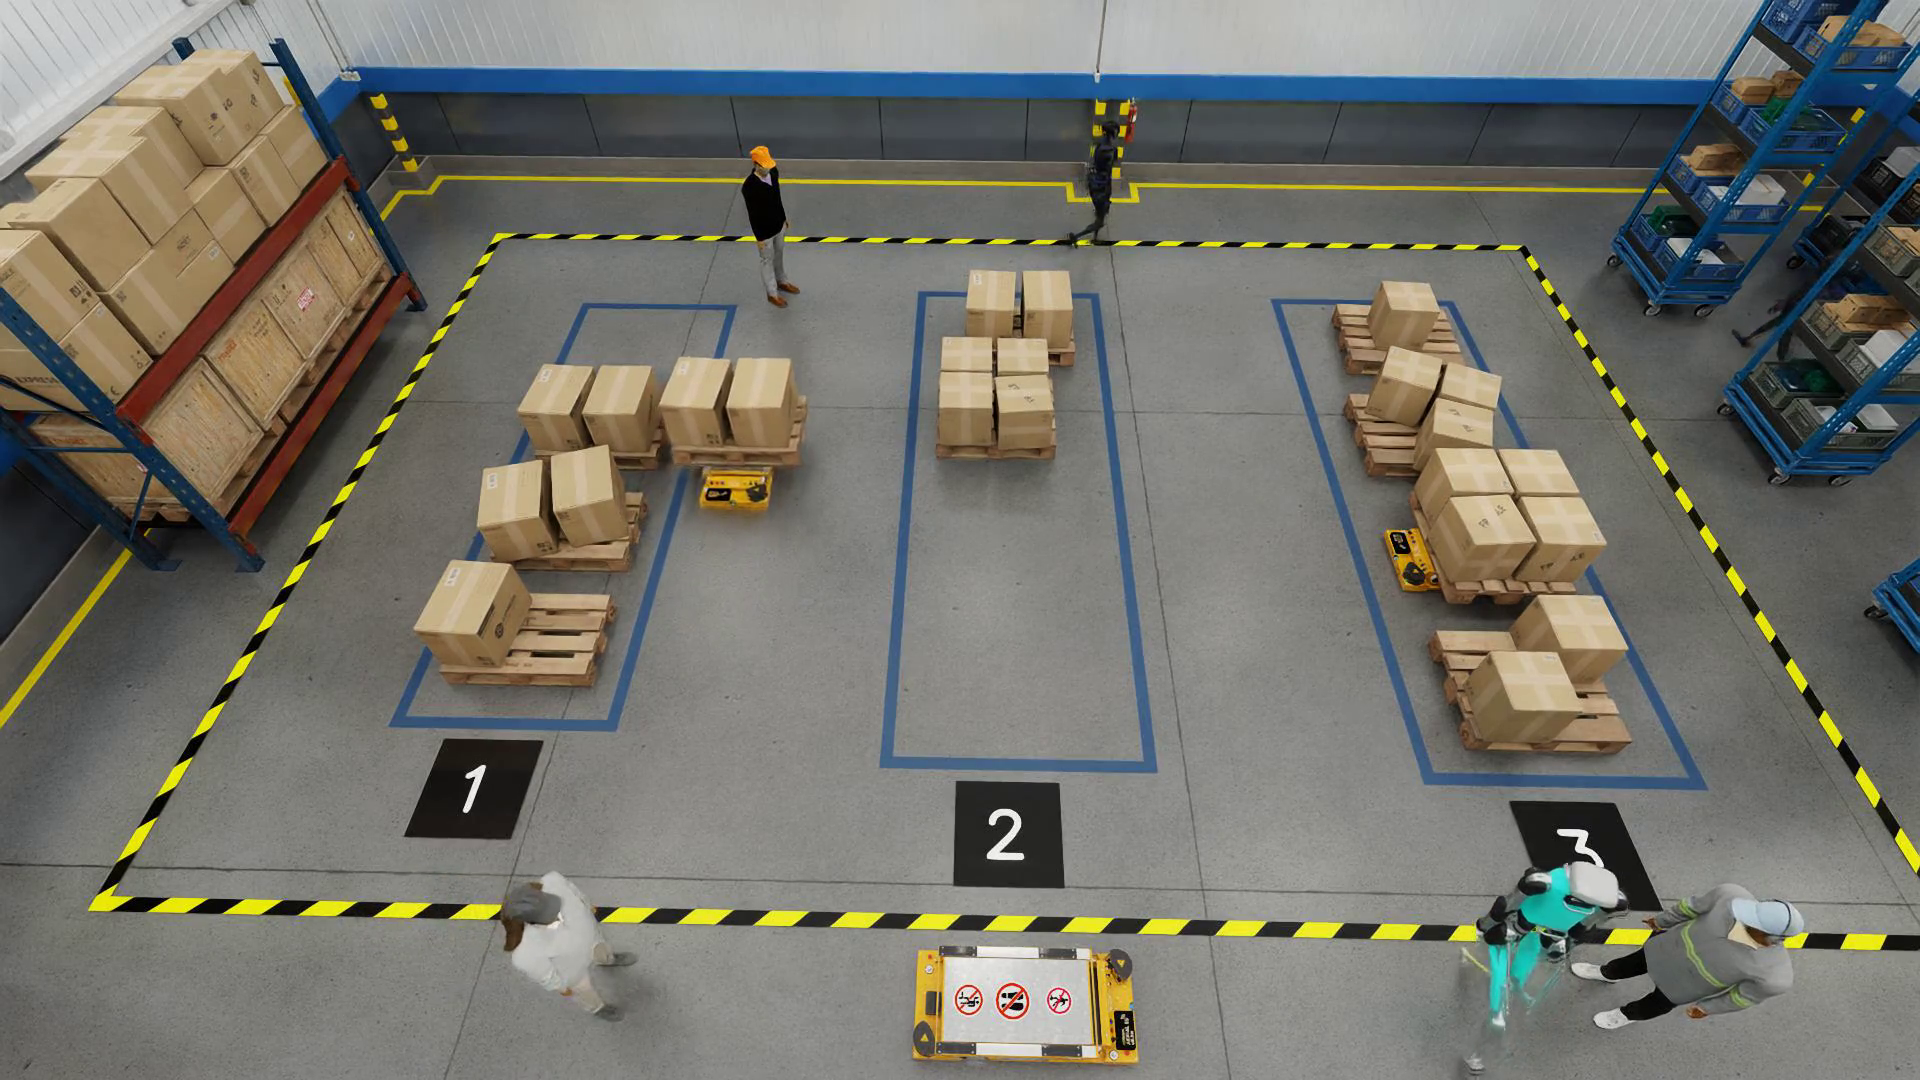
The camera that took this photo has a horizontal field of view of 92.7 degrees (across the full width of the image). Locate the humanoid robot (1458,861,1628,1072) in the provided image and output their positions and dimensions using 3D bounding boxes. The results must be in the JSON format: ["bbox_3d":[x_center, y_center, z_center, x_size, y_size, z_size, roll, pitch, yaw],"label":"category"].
[{"bbox_3d":[3.370,2.629,5.417,0.538,1.772,0.967,10,52,8],"label":"humanoid robot"}]

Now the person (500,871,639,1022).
[{"bbox_3d":[-2.350,2.446,5.522,0.399,1.768,0.572,2,51,2],"label":"person"}]

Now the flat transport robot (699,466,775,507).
[{"bbox_3d":[-2.166,-0.927,9.223,0.652,0.197,1.431,1,51,1],"label":"flat transport robot"}]

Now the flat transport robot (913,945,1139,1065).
[{"bbox_3d":[0.422,3.041,6.007,1.431,0.231,0.659,1,51,1],"label":"flat transport robot"}]

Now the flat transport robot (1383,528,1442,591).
[{"bbox_3d":[4.689,0.155,8.342,1.431,0.197,0.652,1,51,1],"label":"flat transport robot"}]

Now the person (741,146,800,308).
[{"bbox_3d":[-2.129,-3.527,10.323,0.383,1.878,0.585,20,54,16],"label":"person"}]

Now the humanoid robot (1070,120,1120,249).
[{"bbox_3d":[1.623,-4.278,11.072,0.499,1.643,0.609,-7,51,-6],"label":"humanoid robot"}]

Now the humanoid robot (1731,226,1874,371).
[{"bbox_3d":[8.937,-2.558,9.695,0.595,1.631,0.792,-17,53,-14],"label":"humanoid robot"}]

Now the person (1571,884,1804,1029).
[{"bbox_3d":[4.293,2.499,5.428,0.388,1.849,0.597,-1,51,-1],"label":"person"}]
